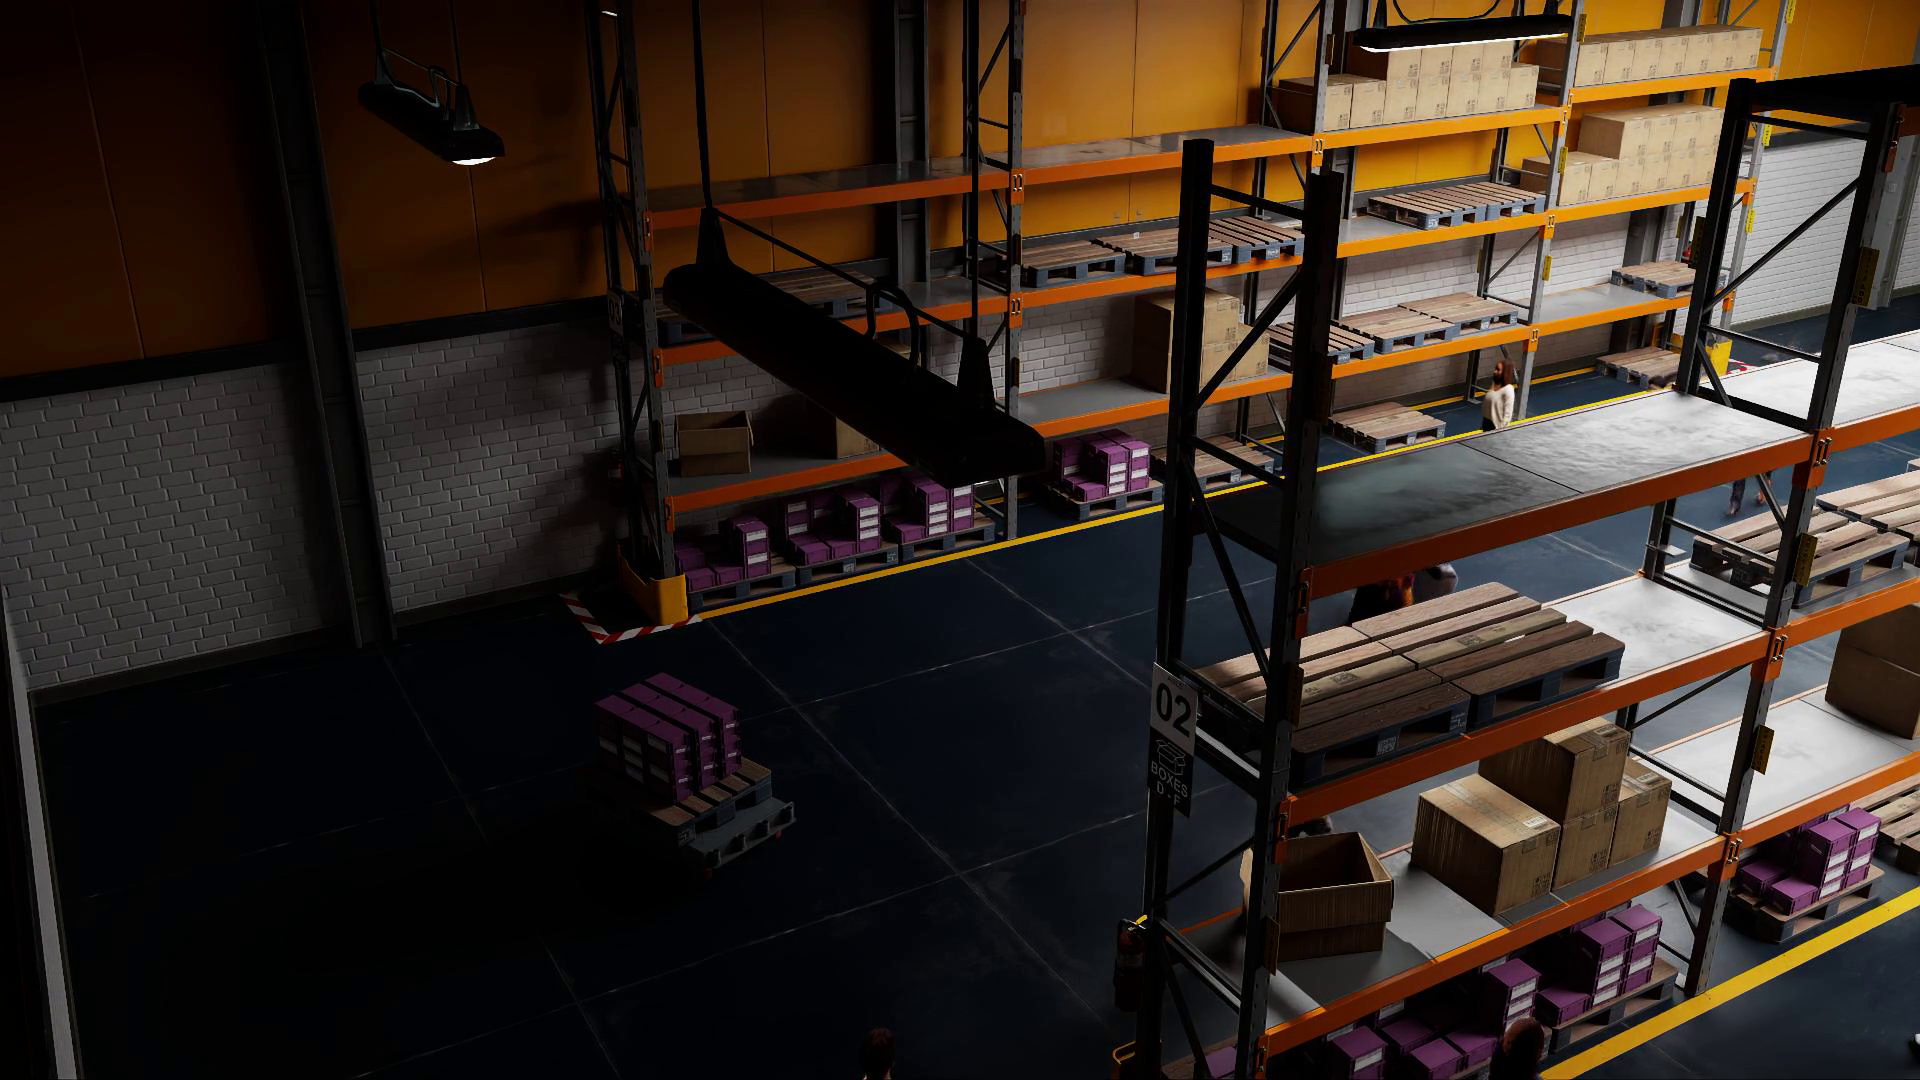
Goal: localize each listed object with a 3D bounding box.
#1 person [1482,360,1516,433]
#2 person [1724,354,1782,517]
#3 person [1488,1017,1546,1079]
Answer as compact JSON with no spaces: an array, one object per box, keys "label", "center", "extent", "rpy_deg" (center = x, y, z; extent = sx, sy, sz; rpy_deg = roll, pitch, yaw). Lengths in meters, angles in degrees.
[{"label":"person","center":[6.279,-1.309,19.433],"extent":[0.656,1.683,0.682],"rpy_deg":[-4,24,-9]},{"label":"person","center":[9.153,-1.204,18.970],"extent":[0.915,1.861,1.241],"rpy_deg":[20,31,39]},{"label":"person","center":[2.977,3.280,9.208],"extent":[0.777,1.465,0.603],"rpy_deg":[-11,26,-23]}]
